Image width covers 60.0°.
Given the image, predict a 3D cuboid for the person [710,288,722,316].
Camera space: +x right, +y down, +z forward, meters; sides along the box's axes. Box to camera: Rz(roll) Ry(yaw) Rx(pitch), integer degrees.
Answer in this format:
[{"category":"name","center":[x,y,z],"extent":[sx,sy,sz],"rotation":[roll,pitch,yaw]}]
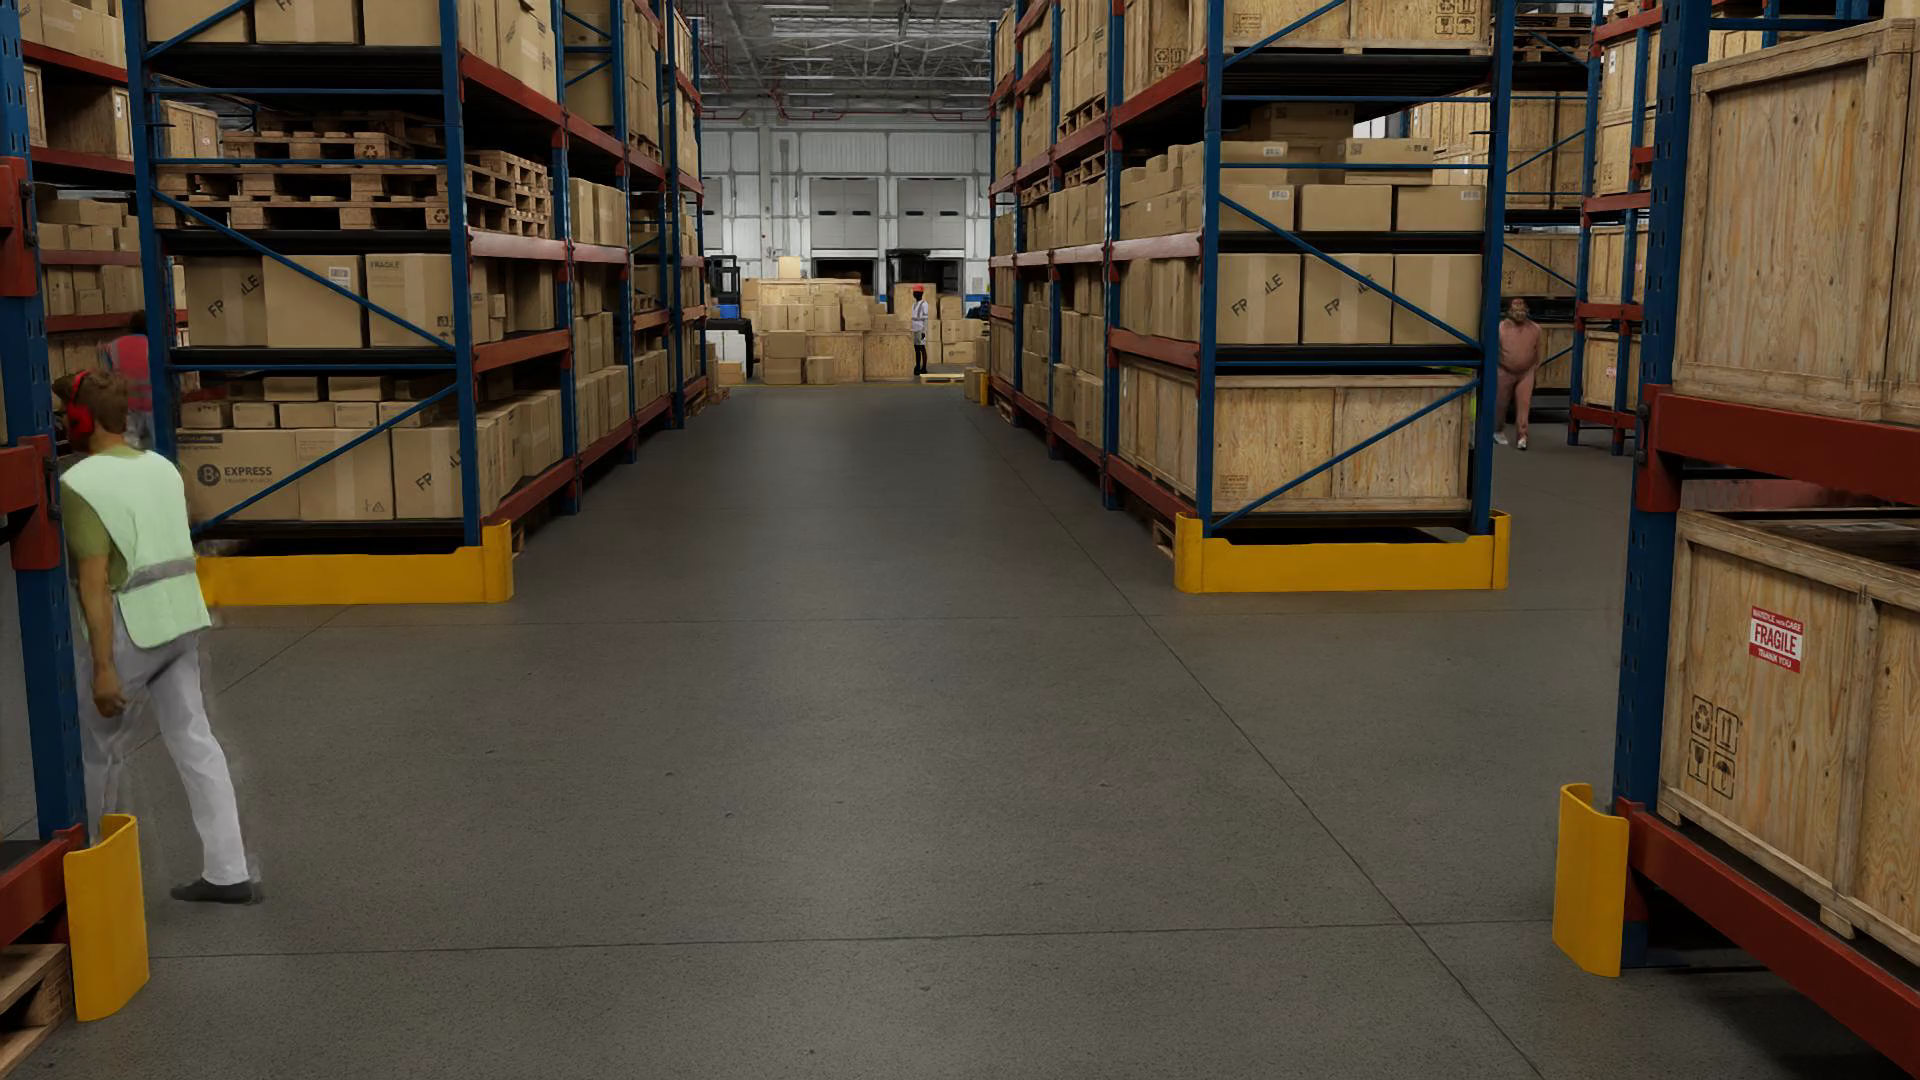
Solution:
[{"category":"person","center":[-8.269,-7.700,56.488],"extent":[0.805,1.662,0.542],"rotation":[3,10,19]}]

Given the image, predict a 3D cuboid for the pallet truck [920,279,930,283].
[{"category":"pallet truck","center":[-0.932,-8.922,63.114],"extent":[1.885,1.965,0.823],"rotation":[2,9,13]}]

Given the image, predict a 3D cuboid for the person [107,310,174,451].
[{"category":"person","center":[-7.723,-1.272,15.765],"extent":[0.623,1.790,0.997],"rotation":[-1,9,-4]}]

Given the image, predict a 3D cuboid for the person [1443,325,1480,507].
[{"category":"person","center":[4.551,-1.091,14.904],"extent":[0.320,1.692,0.529],"rotation":[-6,11,-35]}]

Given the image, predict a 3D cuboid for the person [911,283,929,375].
[{"category":"person","center":[-0.882,-4.463,35.290],"extent":[0.351,1.942,0.547],"rotation":[-6,11,-31]}]

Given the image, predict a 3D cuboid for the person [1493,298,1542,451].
[{"category":"person","center":[6.793,-2.044,20.443],"extent":[0.649,1.847,1.054],"rotation":[1,9,7]}]

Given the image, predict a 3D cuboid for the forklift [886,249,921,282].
[{"category":"forklift","center":[-1.537,-6.556,45.497],"extent":[1.129,2.768,1.873],"rotation":[-2,9,-13]}]

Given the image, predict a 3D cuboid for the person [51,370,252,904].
[{"category":"person","center":[-2.821,0.348,5.512],"extent":[0.902,1.799,0.617],"rotation":[2,9,10]}]

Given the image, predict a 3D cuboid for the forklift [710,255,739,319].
[{"category":"forklift","center":[-8.368,-8.713,59.038],"extent":[1.129,2.768,1.873],"rotation":[-1,9,-4]}]

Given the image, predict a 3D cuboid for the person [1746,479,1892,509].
[{"category":"person","center":[3.047,0.270,5.835],"extent":[0.993,1.849,0.667],"rotation":[-2,9,-11]}]
